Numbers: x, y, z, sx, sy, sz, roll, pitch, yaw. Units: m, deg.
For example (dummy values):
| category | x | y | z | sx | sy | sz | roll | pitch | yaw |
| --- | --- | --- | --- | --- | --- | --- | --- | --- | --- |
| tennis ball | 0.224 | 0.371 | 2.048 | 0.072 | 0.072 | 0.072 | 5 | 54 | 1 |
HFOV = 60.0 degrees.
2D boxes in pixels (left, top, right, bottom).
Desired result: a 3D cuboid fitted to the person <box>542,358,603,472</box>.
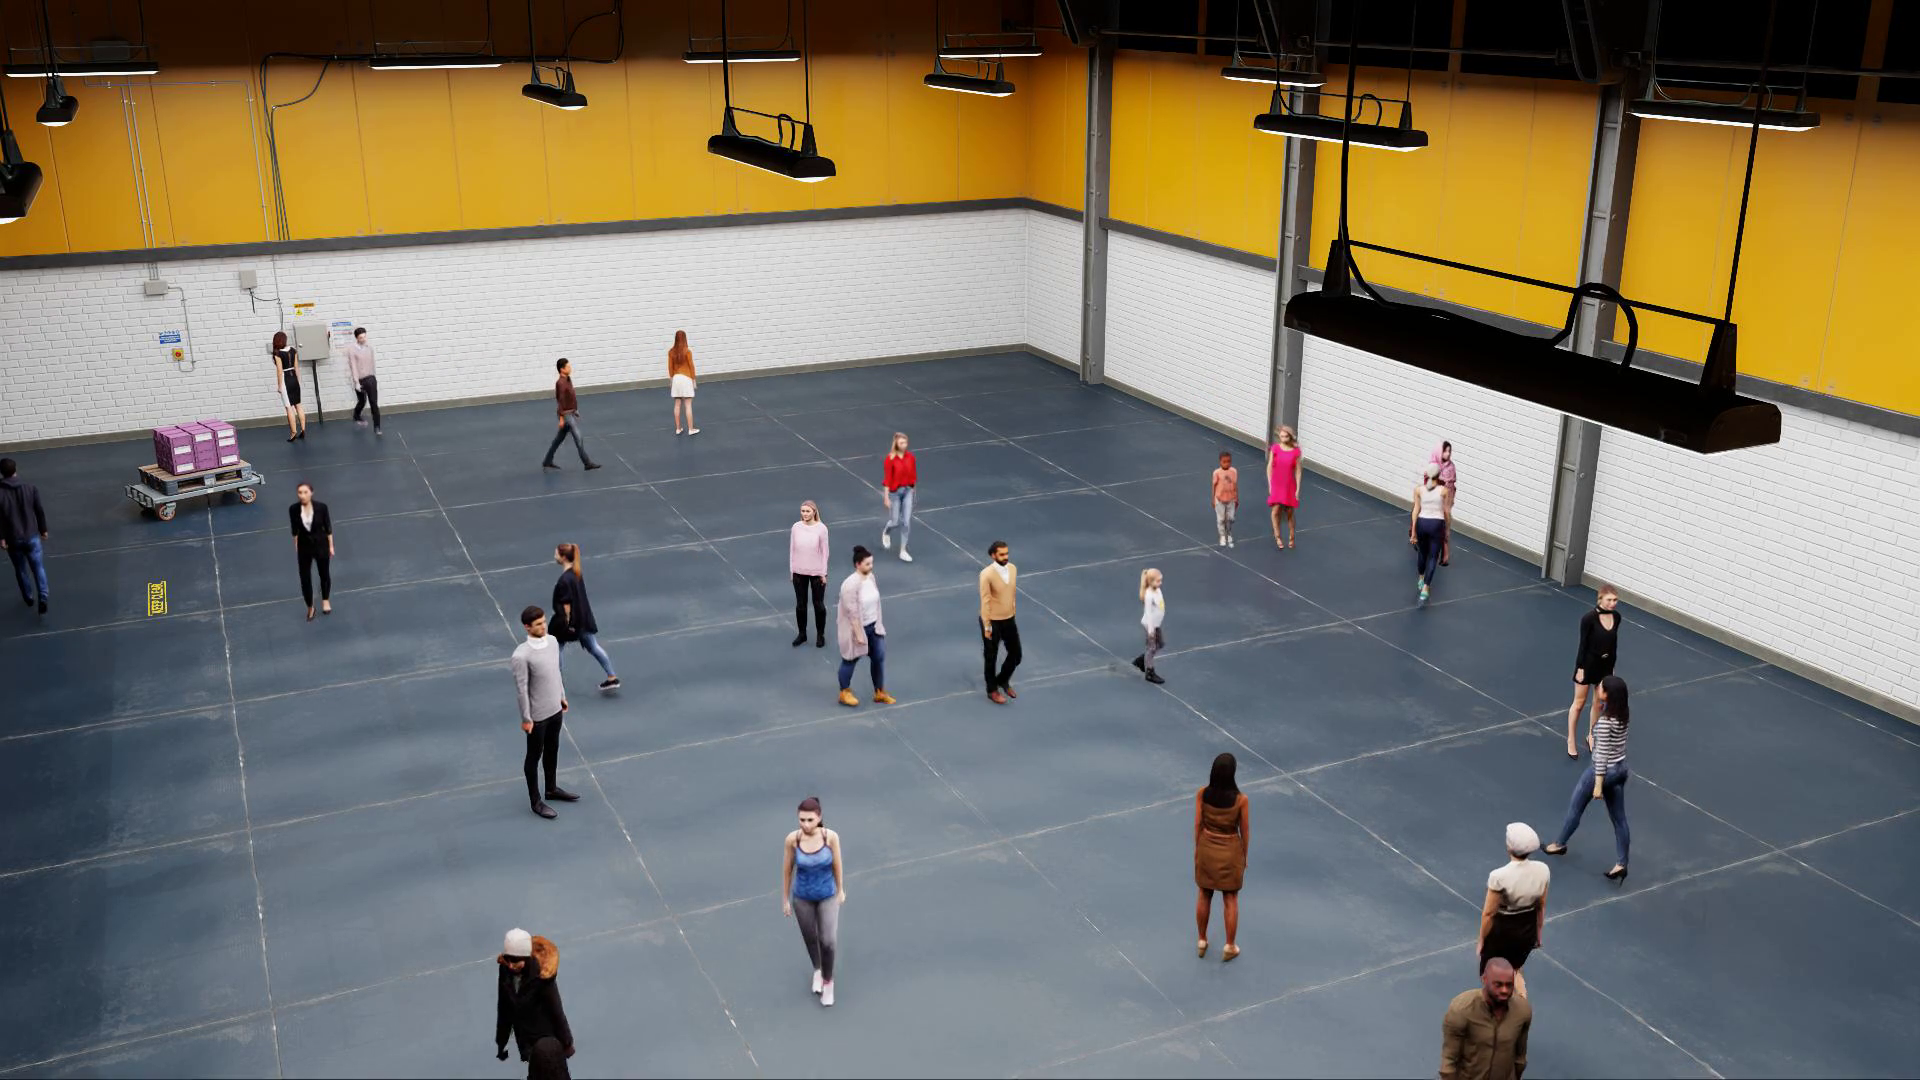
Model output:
| category | x | y | z | sx | sy | sz | roll | pitch | yaw |
| --- | --- | --- | --- | --- | --- | --- | --- | --- | --- |
| person | -6.030 | -1.856 | 25.107 | 1.000 | 1.736 | 1.168 | -1 | 19 | -3 |

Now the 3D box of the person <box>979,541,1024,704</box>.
| category | x | y | z | sx | sy | sz | roll | pitch | yaw |
| --- | --- | --- | --- | --- | --- | --- | --- | --- | --- |
| person | 0.349 | 0.827 | 17.131 | 0.697 | 1.743 | 0.664 | -12 | 22 | -33 |

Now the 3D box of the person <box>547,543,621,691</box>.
| category | x | y | z | sx | sy | sz | roll | pitch | yaw |
| --- | --- | --- | --- | --- | --- | --- | --- | --- | --- |
| person | -3.903 | 0.844 | 17.250 | 1.157 | 1.634 | 1.121 | 5 | 19 | 16 |

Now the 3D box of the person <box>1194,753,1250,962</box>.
| category | x | y | z | sx | sy | sz | roll | pitch | yaw |
| --- | --- | --- | --- | --- | --- | --- | --- | --- | --- |
| person | 1.964 | 2.389 | 12.576 | 0.635 | 1.688 | 0.698 | 7 | 20 | 20 |

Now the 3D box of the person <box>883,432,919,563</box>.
| category | x | y | z | sx | sy | sz | roll | pitch | yaw |
| --- | --- | --- | --- | --- | --- | --- | --- | --- | --- |
| person | -0.798 | -0.577 | 21.377 | 0.667 | 1.693 | 0.831 | -11 | 22 | -30 |

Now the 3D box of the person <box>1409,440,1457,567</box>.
| category | x | y | z | sx | sy | sz | roll | pitch | yaw |
| --- | --- | --- | --- | --- | --- | --- | --- | --- | --- |
| person | 6.065 | -0.504 | 21.286 | 0.685 | 1.612 | 0.989 | -11 | 21 | -28 |

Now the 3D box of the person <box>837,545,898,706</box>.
| category | x | y | z | sx | sy | sz | roll | pitch | yaw |
| --- | --- | --- | --- | --- | --- | --- | --- | --- | --- |
| person | -1.104 | 0.880 | 17.010 | 0.983 | 1.719 | 0.884 | 14 | 23 | 36 |

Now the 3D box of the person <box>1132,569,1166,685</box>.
| category | x | y | z | sx | sy | sz | roll | pitch | yaw |
| --- | --- | --- | --- | --- | --- | --- | --- | --- | --- |
| person | 1.990 | 0.892 | 17.670 | 0.734 | 1.274 | 0.670 | 8 | 20 | 22 |

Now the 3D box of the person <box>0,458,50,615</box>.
| category | x | y | z | sx | sy | sz | roll | pitch | yaw |
| --- | --- | --- | --- | --- | --- | --- | --- | --- | --- |
| person | -10.951 | -0.014 | 19.438 | 0.840 | 1.864 | 1.223 | -13 | 23 | -34 |

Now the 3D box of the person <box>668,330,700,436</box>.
| category | x | y | z | sx | sy | sz | roll | pitch | yaw |
| --- | --- | --- | --- | --- | --- | --- | --- | --- | --- |
| person | -4.558 | -2.591 | 27.311 | 0.717 | 1.723 | 0.765 | 5 | 19 | 15 |

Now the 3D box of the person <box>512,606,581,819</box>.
| category | x | y | z | sx | sy | sz | roll | pitch | yaw |
| --- | --- | --- | --- | --- | --- | --- | --- | --- | --- |
| person | -3.749 | 1.494 | 14.866 | 0.878 | 1.923 | 0.836 | 8 | 20 | 23 |

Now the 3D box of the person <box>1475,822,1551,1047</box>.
| category | x | y | z | sx | sy | sz | roll | pitch | yaw |
| --- | --- | --- | --- | --- | --- | --- | --- | --- | --- |
| person | 3.808 | 2.770 | 11.354 | 0.706 | 1.747 | 0.804 | -5 | 19 | -14 |

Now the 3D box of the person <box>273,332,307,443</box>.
| category | x | y | z | sx | sy | sz | roll | pitch | yaw |
| --- | --- | --- | --- | --- | --- | --- | --- | --- | --- |
| person | -10.835 | -2.484 | 26.877 | 0.677 | 1.796 | 0.648 | 10 | 21 | 26 |

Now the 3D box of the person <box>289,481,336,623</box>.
| category | x | y | z | sx | sy | sz | roll | pitch | yaw |
| --- | --- | --- | --- | --- | --- | --- | --- | --- | --- |
| person | -7.554 | 0.085 | 19.490 | 0.668 | 1.643 | 0.783 | -6 | 19 | -17 |

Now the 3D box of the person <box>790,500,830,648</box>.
| category | x | y | z | sx | sy | sz | roll | pitch | yaw |
| --- | --- | --- | --- | --- | --- | --- | --- | --- | --- |
| person | -1.680 | 0.360 | 18.602 | 0.686 | 1.688 | 0.716 | 3 | 19 | 10 |

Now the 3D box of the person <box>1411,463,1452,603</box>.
| category | x | y | z | sx | sy | sz | roll | pitch | yaw |
| --- | --- | --- | --- | --- | --- | --- | --- | --- | --- |
| person | 5.624 | -0.063 | 19.891 | 1.120 | 1.668 | 1.095 | 10 | 21 | 26 |

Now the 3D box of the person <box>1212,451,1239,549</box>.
| category | x | y | z | sx | sy | sz | roll | pitch | yaw |
| --- | --- | --- | --- | --- | --- | --- | --- | --- | --- |
| person | 3.500 | -0.569 | 21.974 | 0.613 | 1.296 | 0.662 | 1 | 19 | 3 |

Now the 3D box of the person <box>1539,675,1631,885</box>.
| category | x | y | z | sx | sy | sz | roll | pitch | yaw |
| --- | --- | --- | --- | --- | --- | --- | --- | --- | --- |
| person | 5.376 | 2.001 | 13.624 | 0.783 | 1.755 | 1.067 | -15 | 24 | -37 |

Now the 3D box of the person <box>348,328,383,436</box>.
| category | x | y | z | sx | sy | sz | roll | pitch | yaw |
| --- | --- | --- | --- | --- | --- | --- | --- | --- | --- |
| person | -9.809 | -2.617 | 27.318 | 1.126 | 1.767 | 0.841 | 16 | 24 | 39 |

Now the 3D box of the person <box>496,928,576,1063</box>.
| category | x | y | z | sx | sy | sz | roll | pitch | yaw |
| --- | --- | --- | --- | --- | --- | --- | --- | --- | --- |
| person | -2.621 | 3.115 | 10.570 | 1.025 | 1.593 | 1.003 | 10 | 21 | 28 |

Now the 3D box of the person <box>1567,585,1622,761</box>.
| category | x | y | z | sx | sy | sz | roll | pitch | yaw |
| --- | --- | --- | --- | --- | --- | --- | --- | --- | --- |
| person | 6.066 | 1.244 | 15.852 | 0.619 | 1.767 | 0.583 | -4 | 19 | -13 |

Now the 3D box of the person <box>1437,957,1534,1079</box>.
| category | x | y | z | sx | sy | sz | roll | pitch | yaw |
| --- | --- | --- | --- | --- | --- | --- | --- | --- | --- |
| person | 3.049 | 3.241 | 9.883 | 1.022 | 1.793 | 1.261 | 0 | 19 | -1 |

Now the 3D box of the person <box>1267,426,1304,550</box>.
| category | x | y | z | sx | sy | sz | roll | pitch | yaw |
| --- | --- | --- | --- | --- | --- | --- | --- | --- | --- |
| person | 4.220 | -0.696 | 21.733 | 0.784 | 1.691 | 0.847 | 2 | 19 | 6 |

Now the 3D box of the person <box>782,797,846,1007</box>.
| category | x | y | z | sx | sy | sz | roll | pitch | yaw |
| --- | --- | --- | --- | --- | --- | --- | --- | --- | --- |
| person | -1.048 | 2.575 | 12.171 | 0.734 | 1.595 | 0.798 | 1 | 19 | 2 |
